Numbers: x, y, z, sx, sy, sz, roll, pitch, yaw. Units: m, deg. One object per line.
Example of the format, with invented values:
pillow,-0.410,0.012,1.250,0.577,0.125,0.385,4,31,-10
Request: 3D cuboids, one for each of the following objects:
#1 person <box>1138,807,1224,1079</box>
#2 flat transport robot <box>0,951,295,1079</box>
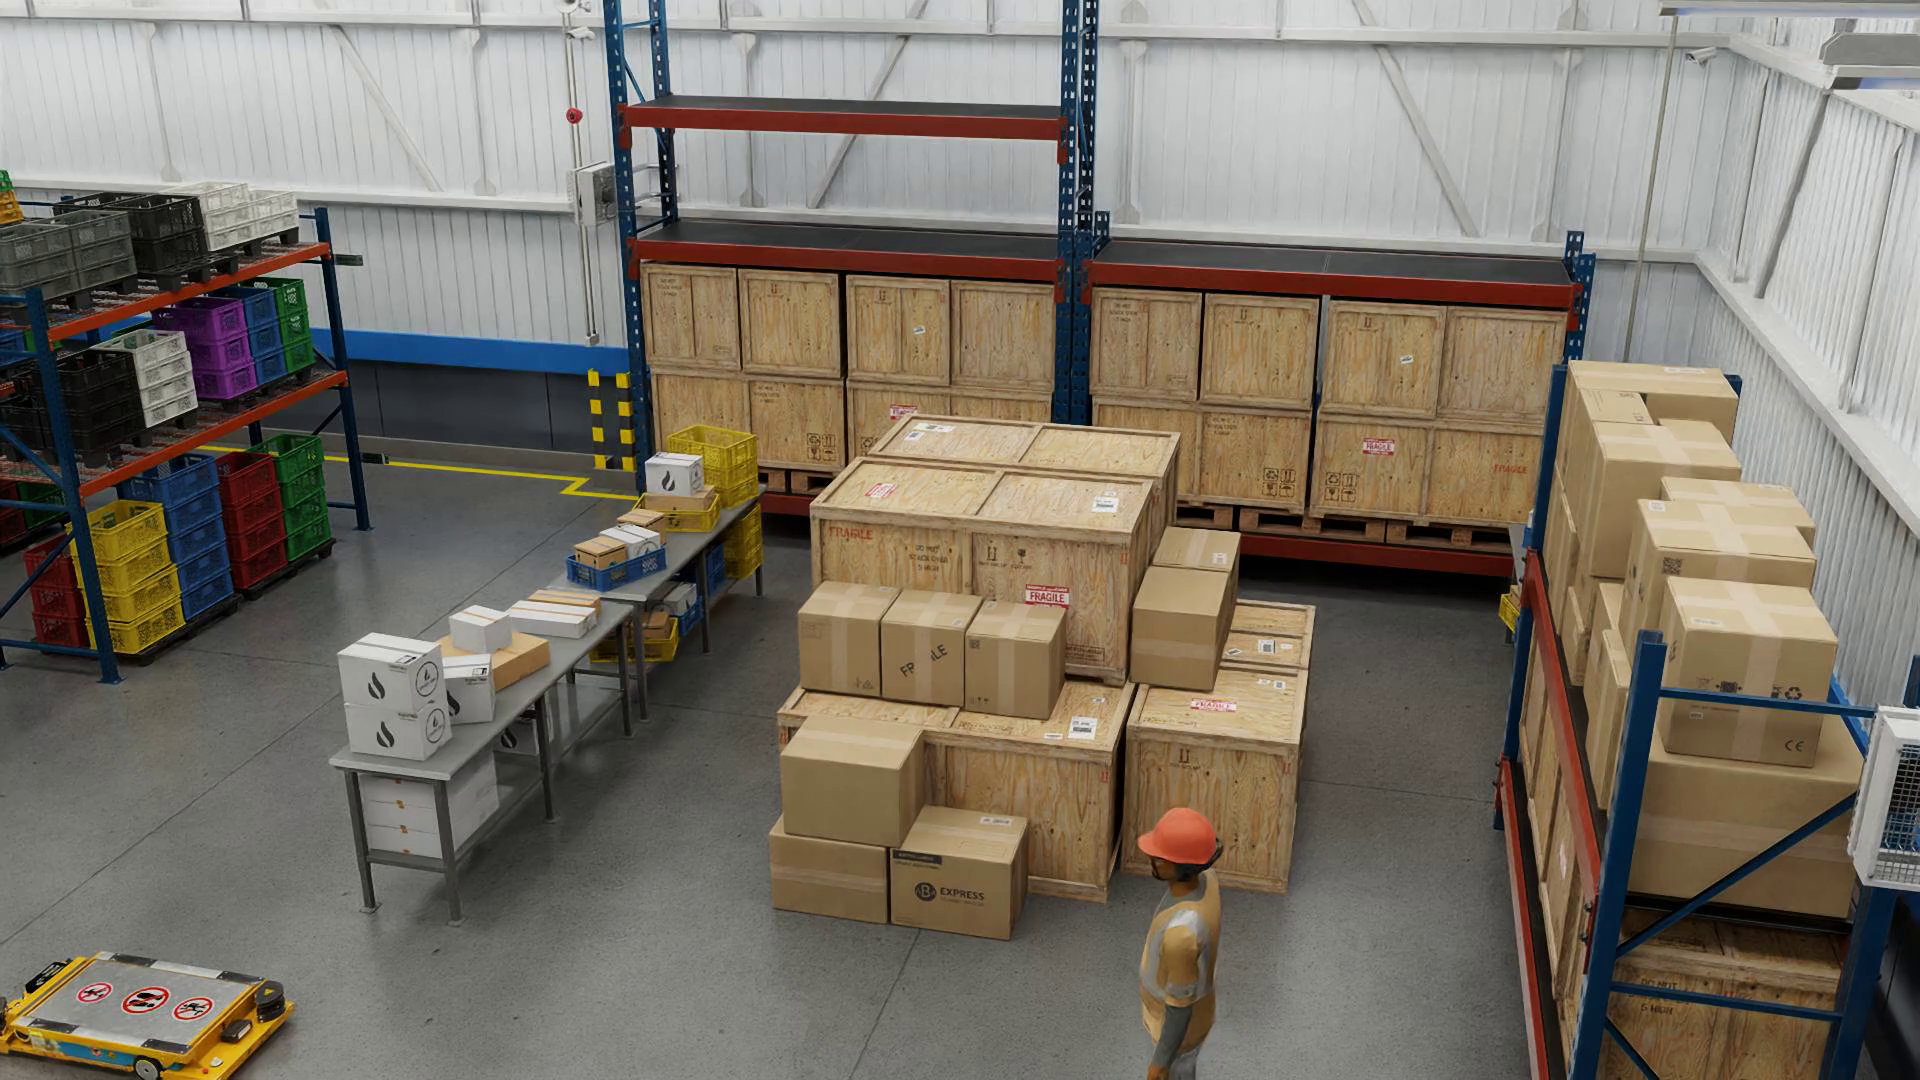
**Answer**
person,0.913,2.056,7.179,0.365,2.048,0.607,5,21,13
flat transport robot,-4.270,2.464,8.601,1.431,0.231,0.659,5,22,13
